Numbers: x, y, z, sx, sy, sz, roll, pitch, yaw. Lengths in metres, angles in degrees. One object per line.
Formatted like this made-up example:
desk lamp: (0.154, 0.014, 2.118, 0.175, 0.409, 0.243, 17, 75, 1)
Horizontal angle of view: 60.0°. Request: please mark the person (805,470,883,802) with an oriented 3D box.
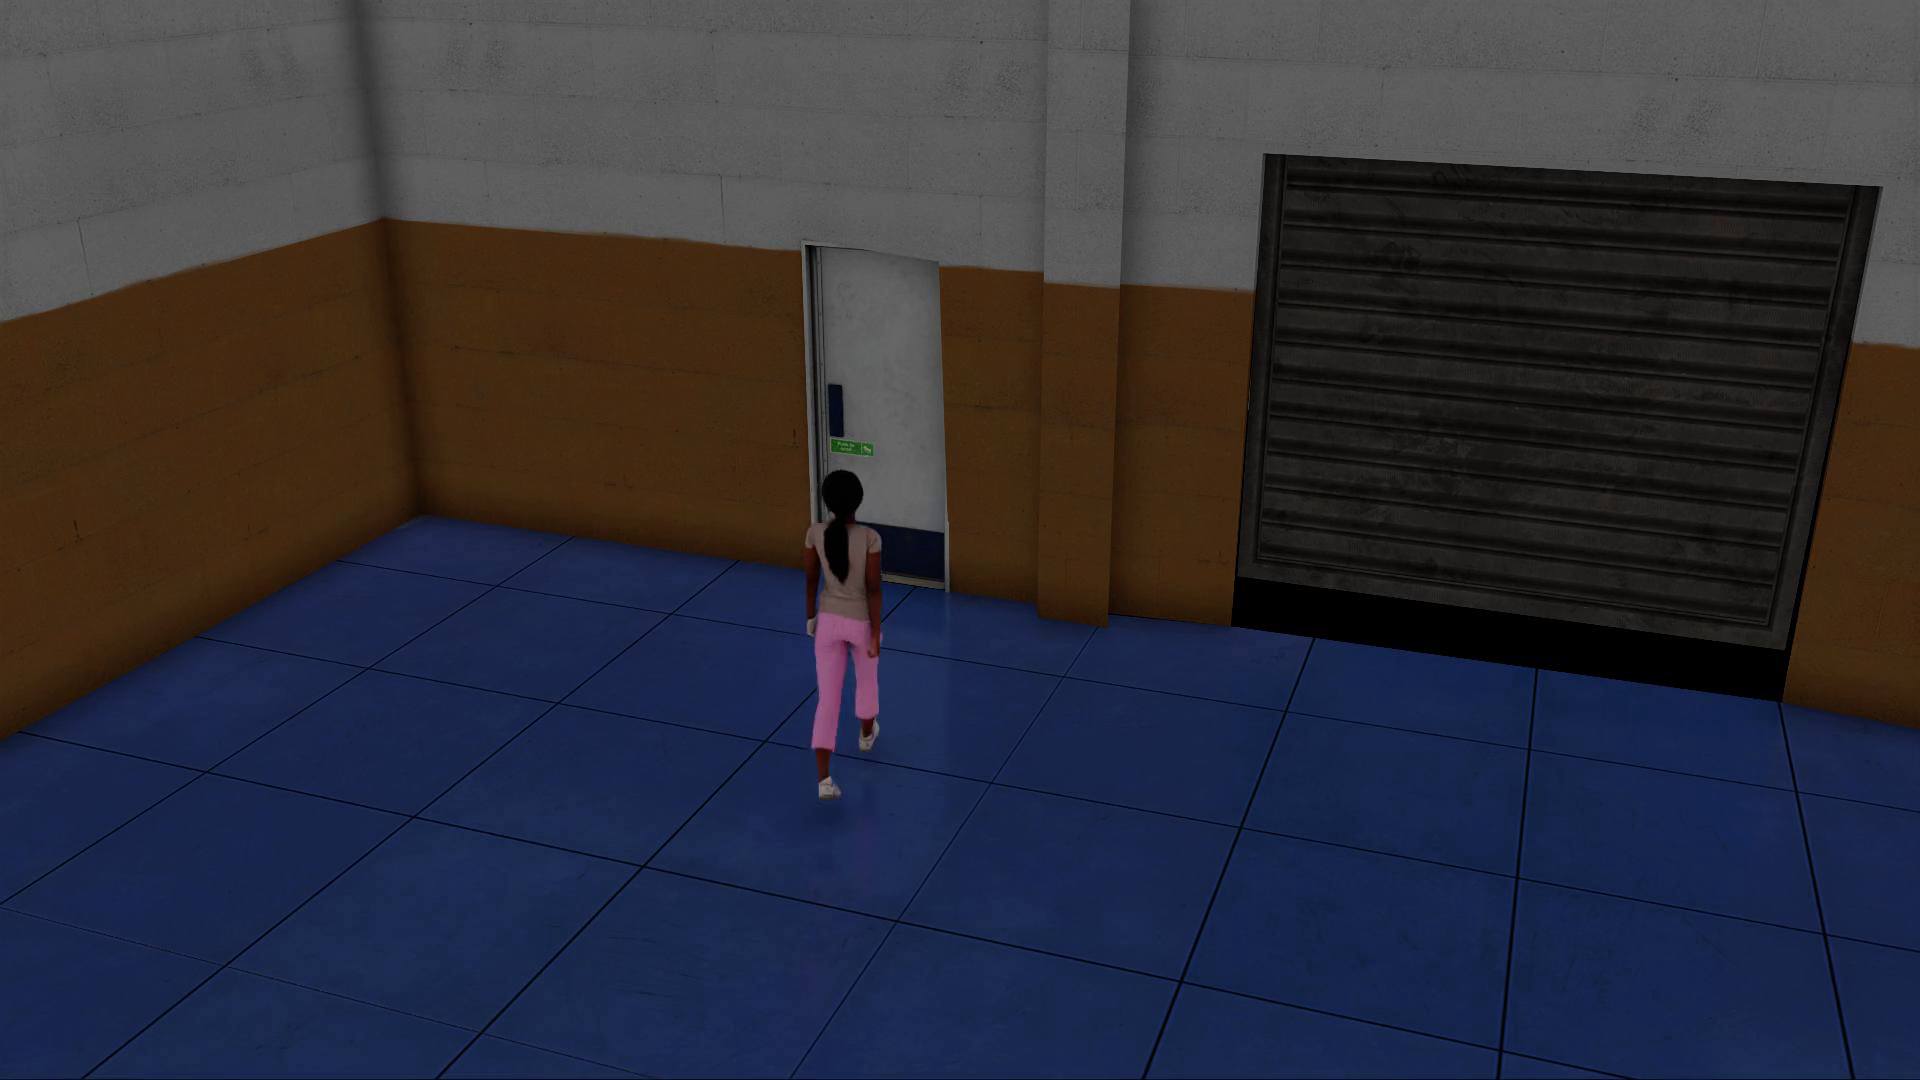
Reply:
person: (-0.602, 0.517, 8.461, 1.184, 1.696, 0.784, 4, 22, 10)
